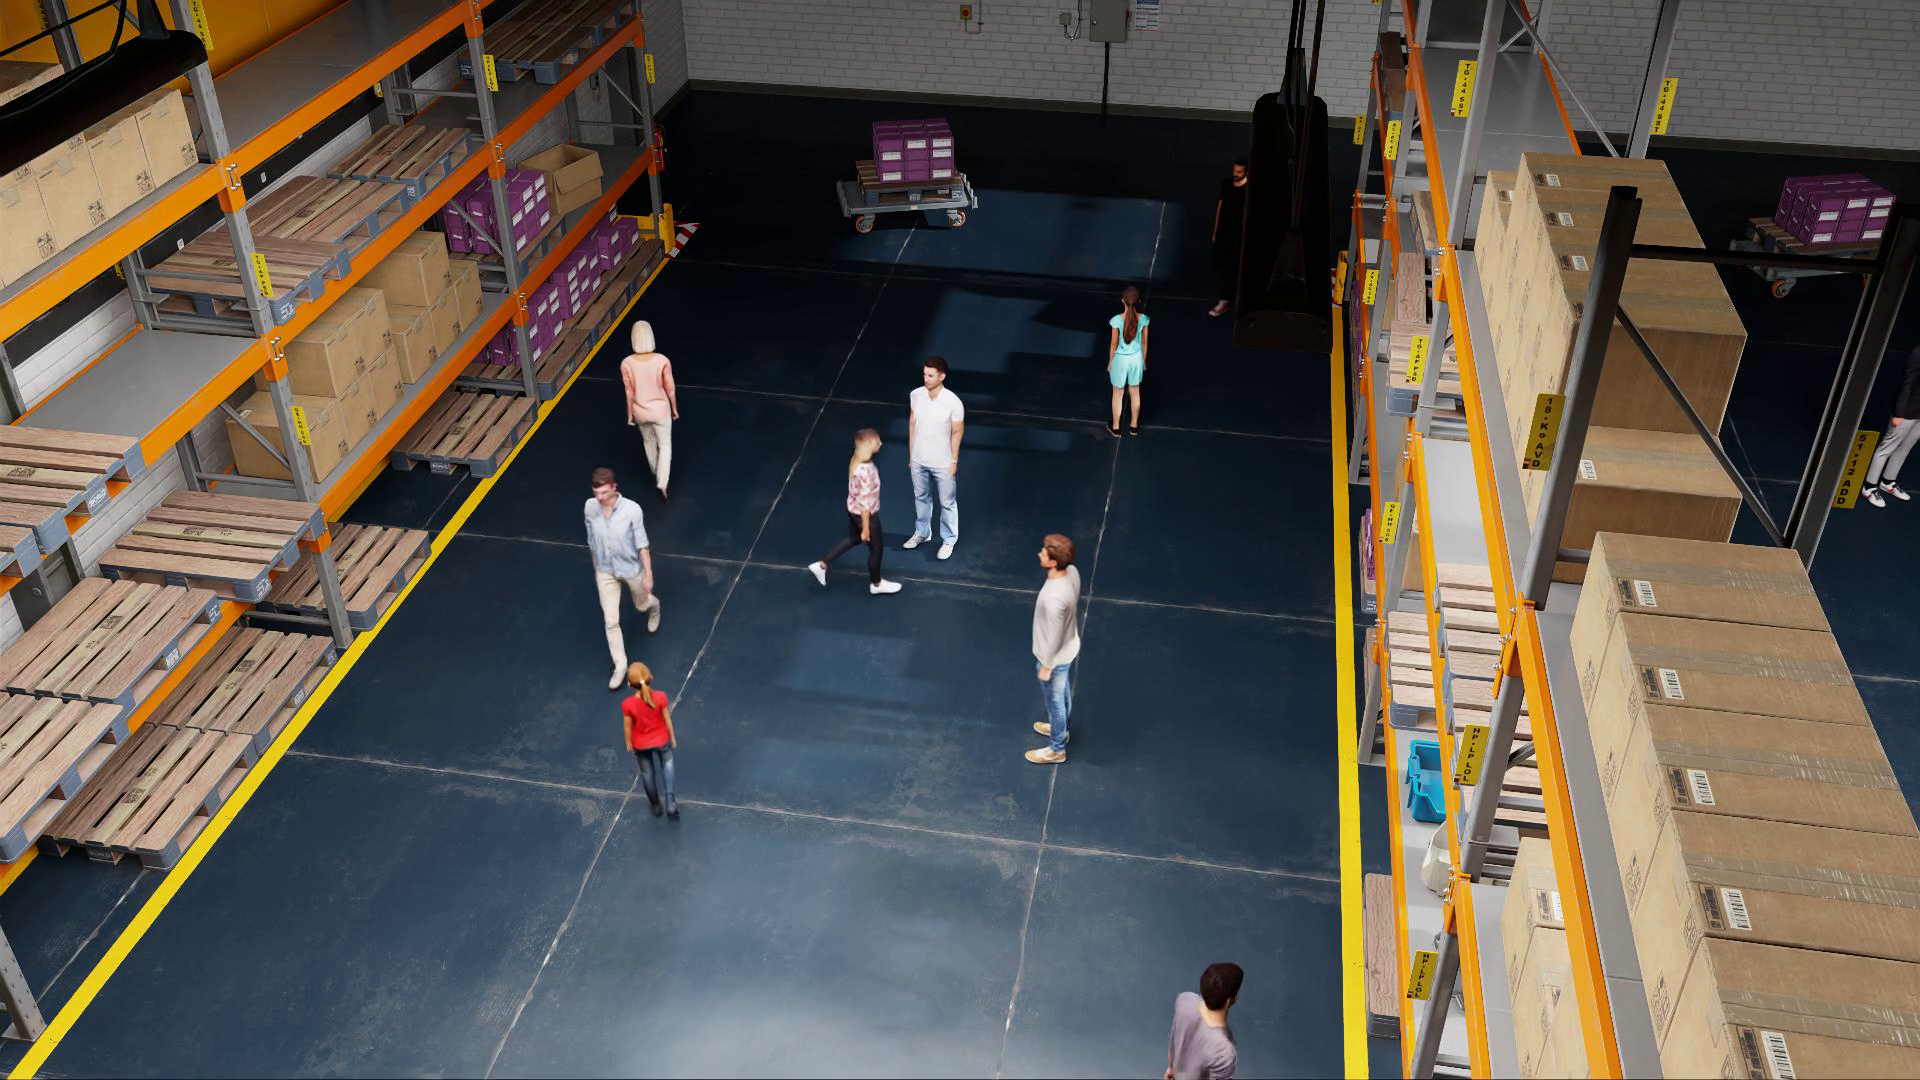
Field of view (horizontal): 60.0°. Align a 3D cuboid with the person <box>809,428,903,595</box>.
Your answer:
[{"bbox_3d":[-0.871,-0.209,13.598,0.921,1.611,1.025,-9,35,-14],"label":"person"}]

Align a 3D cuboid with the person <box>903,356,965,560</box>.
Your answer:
[{"bbox_3d":[-0.220,-0.722,14.141,0.743,1.867,0.695,18,37,25],"label":"person"}]

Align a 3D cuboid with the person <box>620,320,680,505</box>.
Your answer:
[{"bbox_3d":[-2.765,-1.110,14.874,0.795,1.702,1.054,-3,34,-5],"label":"person"}]

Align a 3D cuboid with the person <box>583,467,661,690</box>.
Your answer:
[{"bbox_3d":[-2.570,0.187,12.827,0.665,1.807,1.165,2,34,4],"label":"person"}]

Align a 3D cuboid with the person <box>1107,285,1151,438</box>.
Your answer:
[{"bbox_3d":[1.600,-1.722,15.923,0.614,1.558,0.624,-5,34,-7],"label":"person"}]

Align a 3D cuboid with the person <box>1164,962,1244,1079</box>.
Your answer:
[{"bbox_3d":[1.169,2.940,8.666,0.951,1.828,0.884,-7,34,-10],"label":"person"}]

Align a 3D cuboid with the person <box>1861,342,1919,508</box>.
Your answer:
[{"bbox_3d":[8.518,-1.230,14.830,0.796,1.949,0.794,-12,35,-17],"label":"person"}]

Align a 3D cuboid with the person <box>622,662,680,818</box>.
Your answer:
[{"bbox_3d":[-2.111,1.424,11.420,0.615,1.304,0.695,-9,35,-14],"label":"person"}]

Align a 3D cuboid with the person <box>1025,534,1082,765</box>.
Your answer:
[{"bbox_3d":[0.692,0.773,11.857,0.727,1.904,0.541,9,35,13],"label":"person"}]

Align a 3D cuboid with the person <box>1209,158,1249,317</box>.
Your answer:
[{"bbox_3d":[3.020,-3.359,18.220,1.107,1.743,0.990,-28,43,-35],"label":"person"}]
